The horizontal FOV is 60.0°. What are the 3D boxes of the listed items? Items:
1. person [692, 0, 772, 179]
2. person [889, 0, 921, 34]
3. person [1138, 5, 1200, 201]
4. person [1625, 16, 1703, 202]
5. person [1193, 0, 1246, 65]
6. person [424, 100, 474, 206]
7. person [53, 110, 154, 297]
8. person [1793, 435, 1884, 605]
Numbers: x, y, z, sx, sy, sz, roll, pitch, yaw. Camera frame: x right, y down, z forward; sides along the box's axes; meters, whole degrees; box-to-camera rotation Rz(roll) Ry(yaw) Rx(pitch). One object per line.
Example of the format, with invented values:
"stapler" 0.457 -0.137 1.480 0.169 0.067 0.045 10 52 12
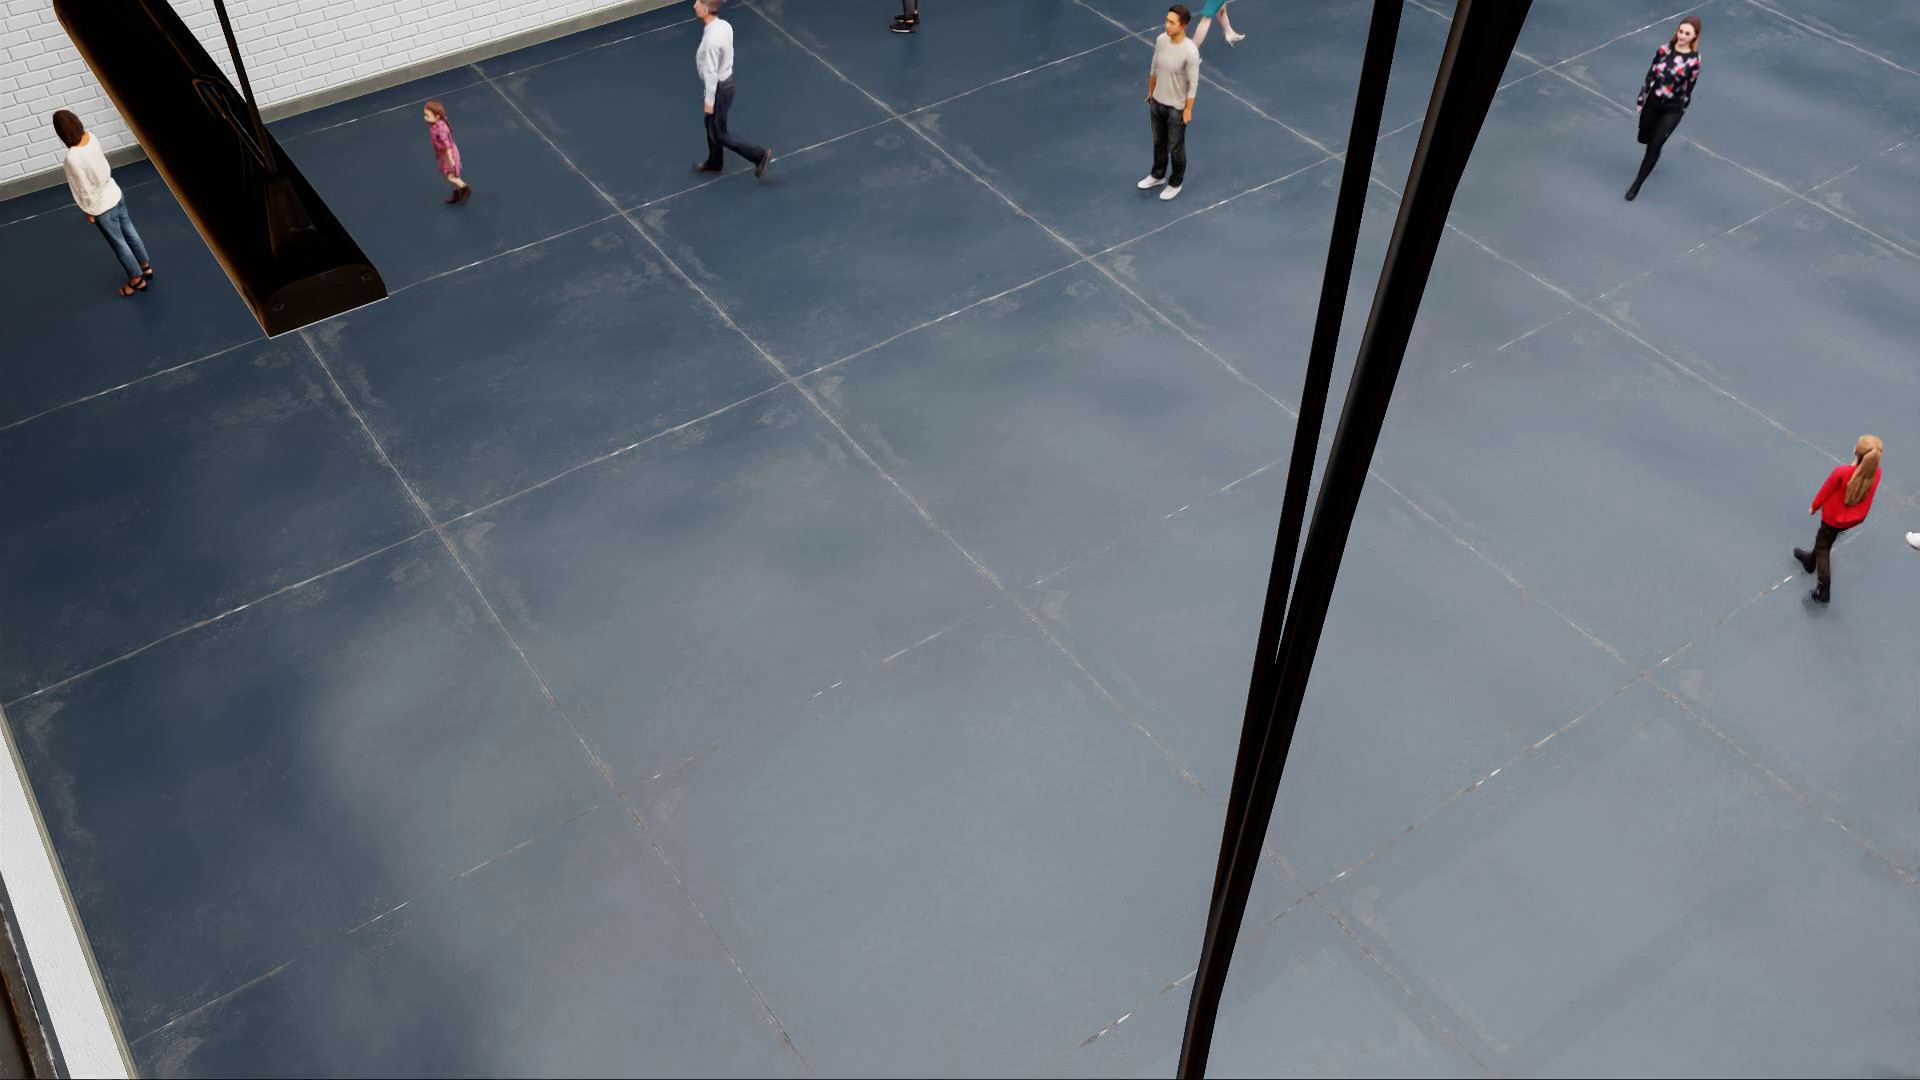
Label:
"person" -2.112 -4.026 14.888 1.136 1.803 1.022 2 44 2
"person" -0.566 -6.088 17.115 0.733 1.718 0.687 4 44 4
"person" 1.885 -3.889 14.741 0.565 1.808 0.684 -32 52 -29
"person" 6.309 -3.896 14.855 0.758 1.660 1.060 30 51 27
"person" 2.493 -5.500 16.547 0.996 1.650 0.592 -22 48 -21
"person" -4.553 -3.479 14.885 0.510 1.016 0.464 -18 47 -18
"person" -7.038 -2.789 13.679 0.727 1.680 0.699 1 44 1
"person" 5.930 -0.131 11.187 0.834 1.269 0.783 -3 44 -3
